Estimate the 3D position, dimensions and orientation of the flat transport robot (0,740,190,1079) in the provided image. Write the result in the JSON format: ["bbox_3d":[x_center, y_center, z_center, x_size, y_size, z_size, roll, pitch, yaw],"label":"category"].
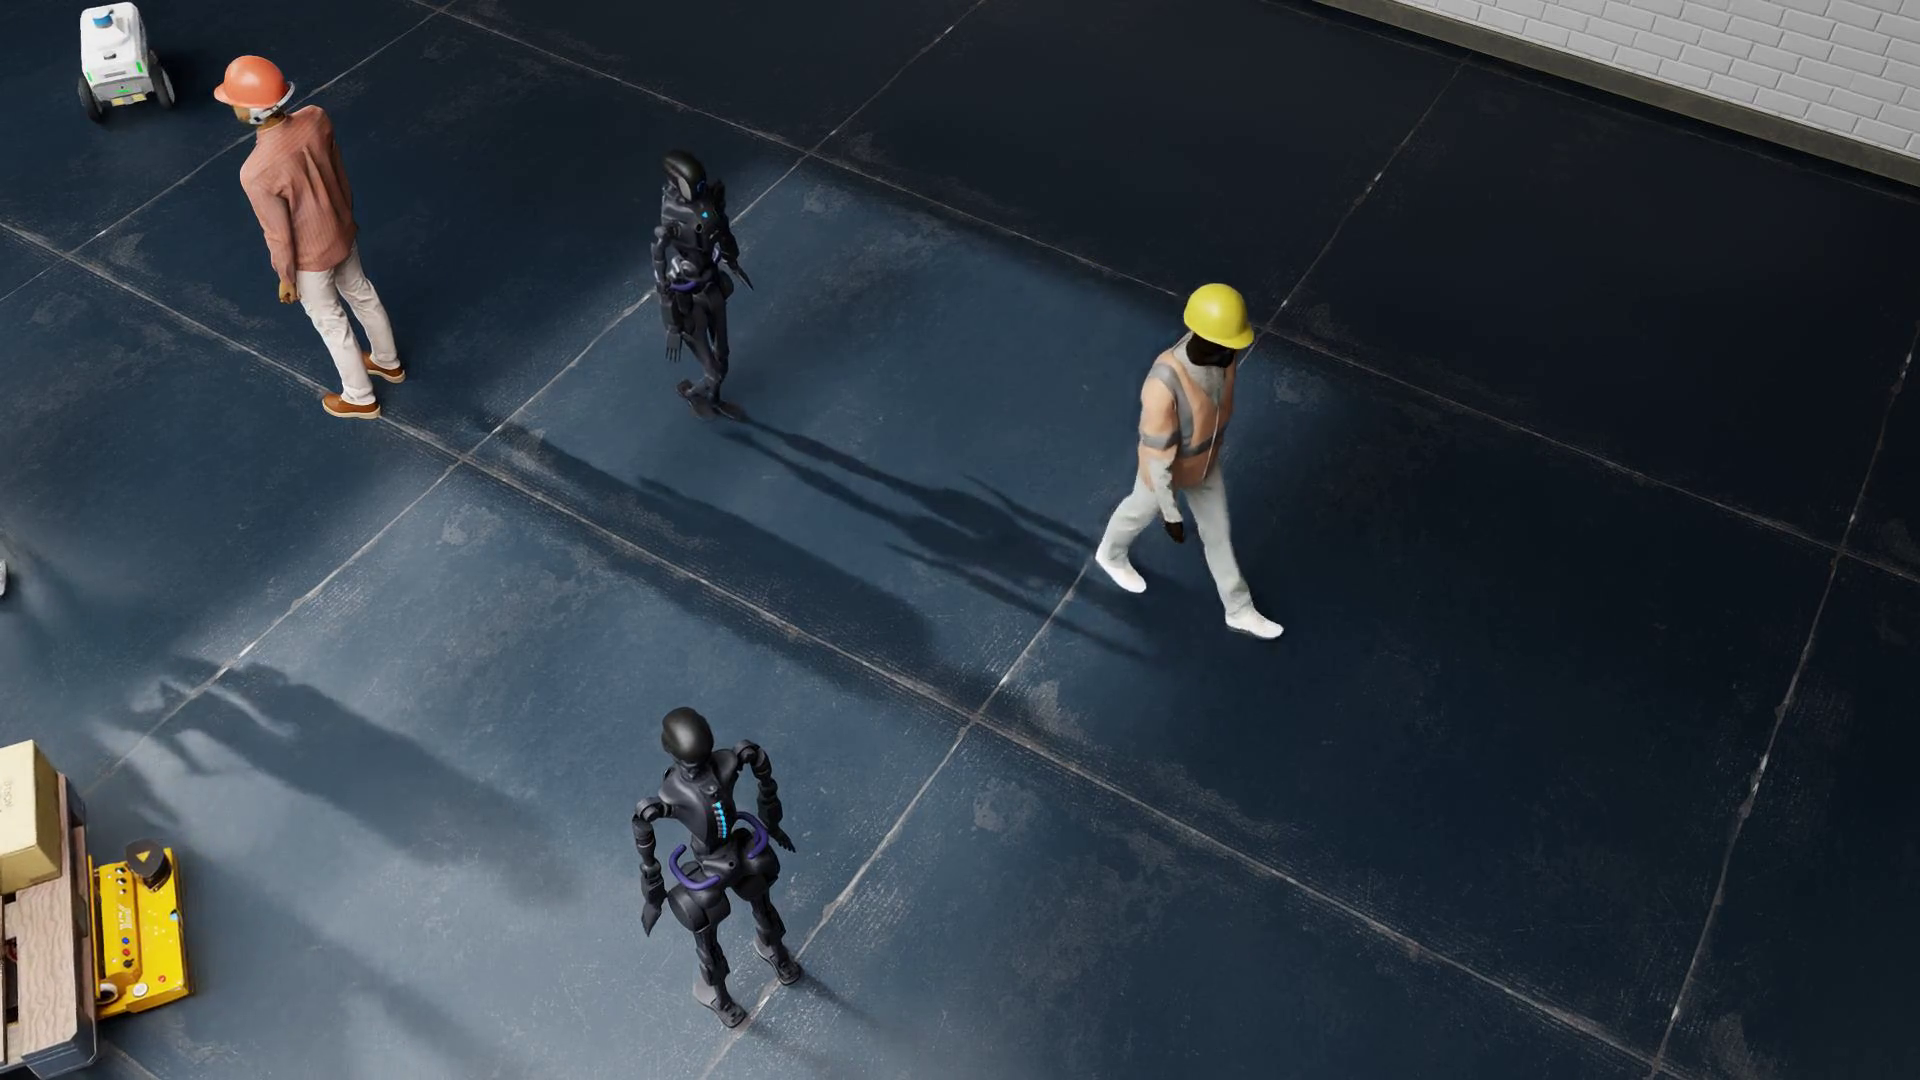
[{"bbox_3d":[-3.742,1.665,6.360,1.431,0.231,0.659,-17,51,-14],"label":"flat transport robot"}]

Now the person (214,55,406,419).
[{"bbox_3d":[-3.066,-1.416,7.906,0.370,1.996,0.620,13,50,11],"label":"person"}]

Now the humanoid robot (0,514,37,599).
[{"bbox_3d":[-4.515,-0.341,7.186,0.552,1.830,0.825,-15,51,-13],"label":"humanoid robot"}]

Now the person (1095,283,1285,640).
[{"bbox_3d":[0.997,-0.302,7.013,0.595,1.875,0.988,-36,58,-27],"label":"person"}]

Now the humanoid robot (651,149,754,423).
[{"bbox_3d":[-1.232,-1.183,7.918,0.349,1.647,0.612,23,53,19],"label":"humanoid robot"}]

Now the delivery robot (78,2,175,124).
[{"bbox_3d":[-5.175,-2.946,10.205,0.524,0.602,0.773,-15,51,-13],"label":"delivery robot"}]

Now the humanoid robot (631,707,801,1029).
[{"bbox_3d":[-0.854,1.159,5.866,0.616,1.649,0.326,-32,56,-25],"label":"humanoid robot"}]
